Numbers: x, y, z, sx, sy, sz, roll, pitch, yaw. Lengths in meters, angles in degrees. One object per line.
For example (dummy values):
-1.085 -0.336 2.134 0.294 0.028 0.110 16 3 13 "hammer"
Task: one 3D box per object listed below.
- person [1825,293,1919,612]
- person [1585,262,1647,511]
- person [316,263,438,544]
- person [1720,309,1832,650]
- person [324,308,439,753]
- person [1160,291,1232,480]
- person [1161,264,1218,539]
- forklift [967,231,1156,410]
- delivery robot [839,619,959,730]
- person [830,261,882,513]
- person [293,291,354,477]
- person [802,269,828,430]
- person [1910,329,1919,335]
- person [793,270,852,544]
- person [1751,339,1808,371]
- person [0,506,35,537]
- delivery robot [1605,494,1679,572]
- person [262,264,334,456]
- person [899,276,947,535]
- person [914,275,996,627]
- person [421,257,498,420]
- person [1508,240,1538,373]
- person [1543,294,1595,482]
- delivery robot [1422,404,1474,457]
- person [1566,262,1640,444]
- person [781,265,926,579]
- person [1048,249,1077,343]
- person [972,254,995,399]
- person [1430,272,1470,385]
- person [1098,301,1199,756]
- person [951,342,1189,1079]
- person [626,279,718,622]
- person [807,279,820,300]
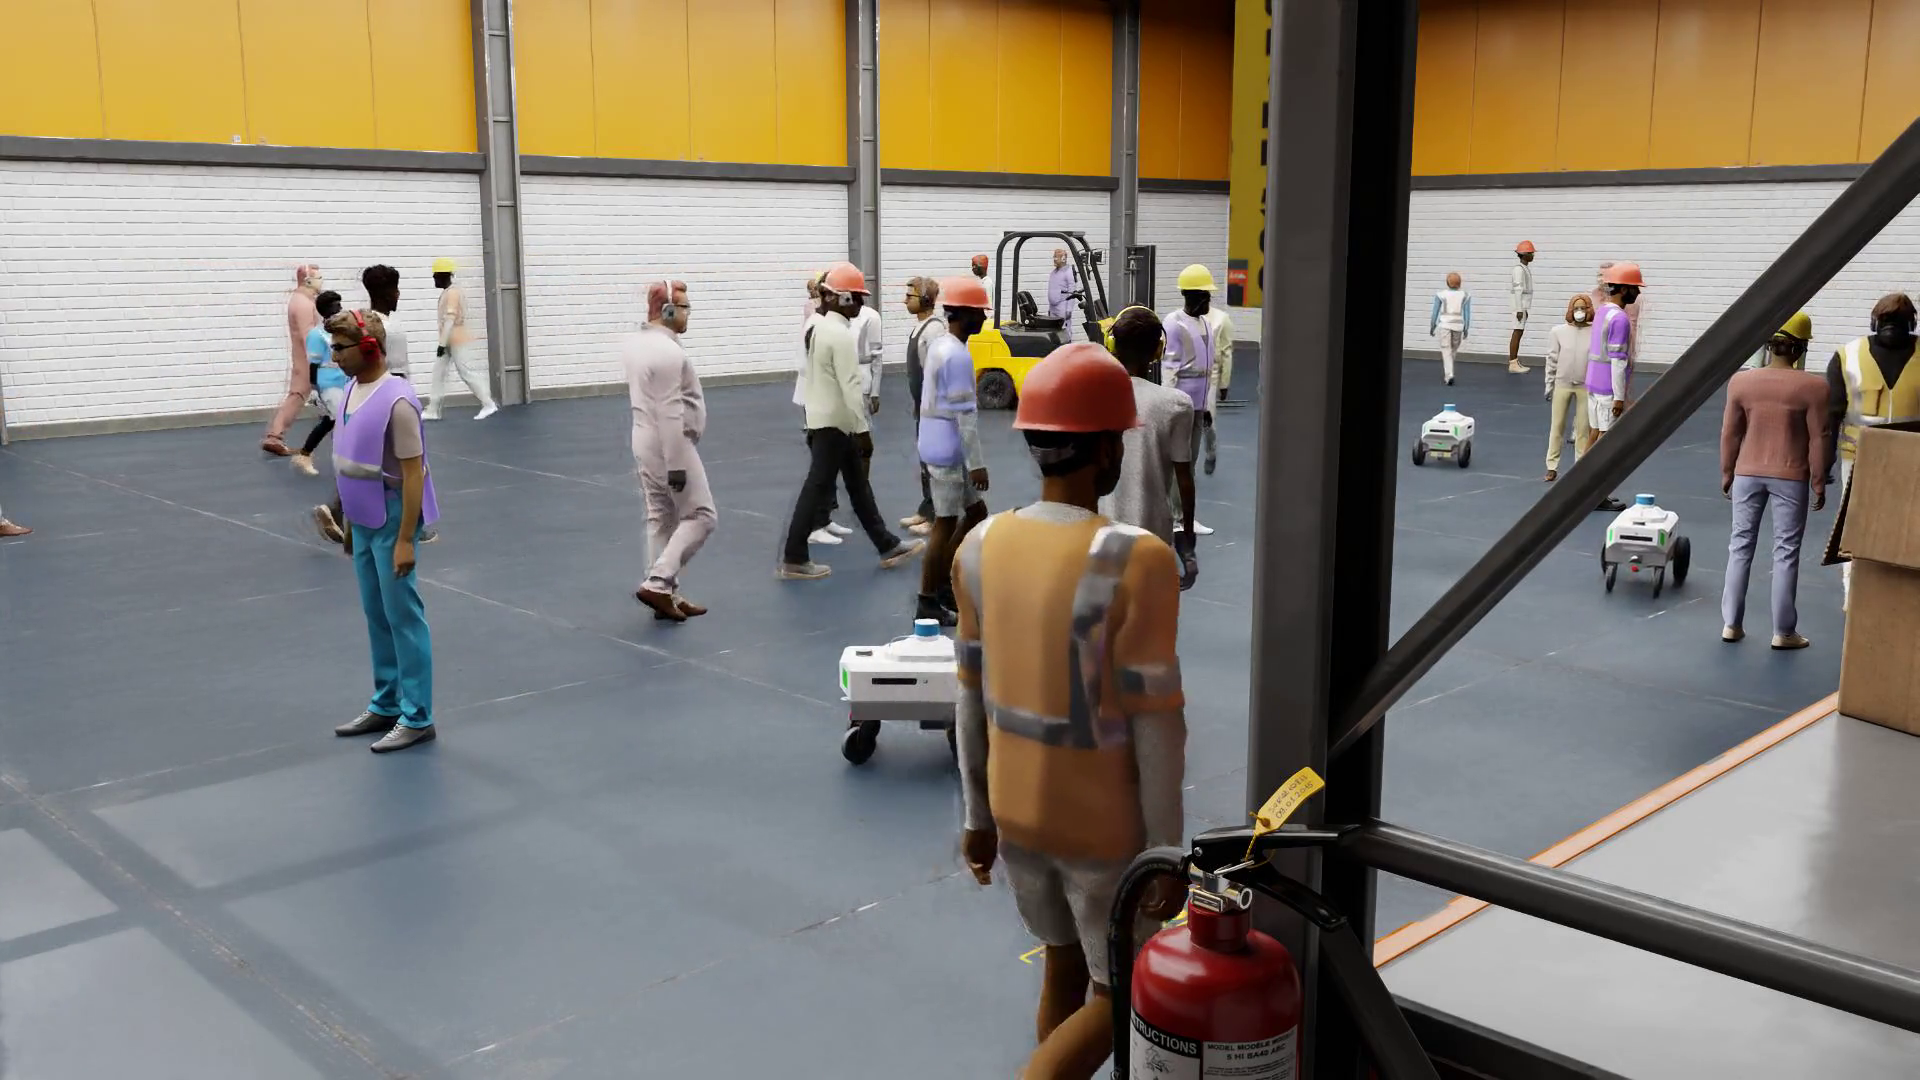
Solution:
5.139 -0.456 9.246 0.695 1.818 0.584 5 12 27 "person"
5.076 -1.183 12.923 0.389 1.930 0.539 1 10 4 "person"
-3.981 -0.893 11.266 0.604 1.950 0.737 8 13 38 "person"
4.221 -0.317 8.624 0.317 1.767 0.534 -10 14 -43 "person"
-2.396 -0.044 6.939 0.393 1.837 0.563 -9 14 -41 "person"
2.018 -1.389 14.321 0.598 1.817 0.429 4 11 21 "person"
1.618 -0.967 11.726 0.379 1.928 0.585 7 13 35 "person"
1.222 -2.721 20.561 2.313 2.155 1.214 2 11 13 "forklift"
-0.138 0.568 6.847 0.707 0.478 0.477 0 10 2 "delivery robot"
-0.871 -1.166 12.790 0.547 1.934 0.376 2 11 10 "person"
-5.552 -1.352 14.573 0.840 1.666 0.539 2 11 9 "person"
-1.483 -2.069 18.169 0.530 1.772 0.302 4 11 20 "person"
5.628 -0.555 9.615 0.645 1.894 0.967 -1 10 -4 "person"
-0.950 -0.930 11.617 0.415 1.898 0.606 1 10 7 "person"
6.810 -1.221 13.892 0.511 1.643 0.308 -2 11 -12 "person"
-7.088 -0.887 11.623 0.861 1.822 0.571 -5 12 -27 "person"
4.165 -0.036 10.140 0.477 0.478 0.707 6 12 28 "delivery robot"
-6.306 -1.733 16.110 1.004 1.868 0.656 -3 11 -15 "person"
-0.243 -0.957 11.898 0.351 1.846 0.506 -2 11 -10 "person"
-0.049 -0.471 9.058 0.510 1.919 0.547 -1 10 -4 "person"
-5.858 -2.315 19.222 0.965 1.886 0.591 -5 12 -27 "person"
8.747 -3.619 25.865 0.372 2.046 0.607 5 11 24 "person"
5.314 -1.307 14.379 0.498 1.634 0.278 4 11 19 "person"
4.559 -1.023 15.520 0.477 0.478 0.707 6 12 29 "delivery robot"
6.686 -1.933 17.186 0.969 1.867 0.657 -9 14 -41 "person"
-0.682 -0.729 10.386 1.011 1.937 0.664 -3 11 -15 "person"
1.621 -3.774 27.086 0.405 1.911 0.636 -6 12 -29 "person"
0.298 -2.770 21.705 0.353 1.874 0.573 -1 10 -3 "person"
7.032 -3.026 23.833 0.523 1.605 0.813 1 10 3 "person"
0.682 0.006 6.563 0.531 1.876 0.317 3 11 16 "person"
0.186 0.559 3.421 0.722 1.922 0.555 -10 14 -43 "person"
-1.586 -0.478 9.147 0.432 1.894 0.654 -6 12 -29 "person"
-1.618 -2.375 20.270 0.479 1.606 0.526 -6 12 -29 "person"
